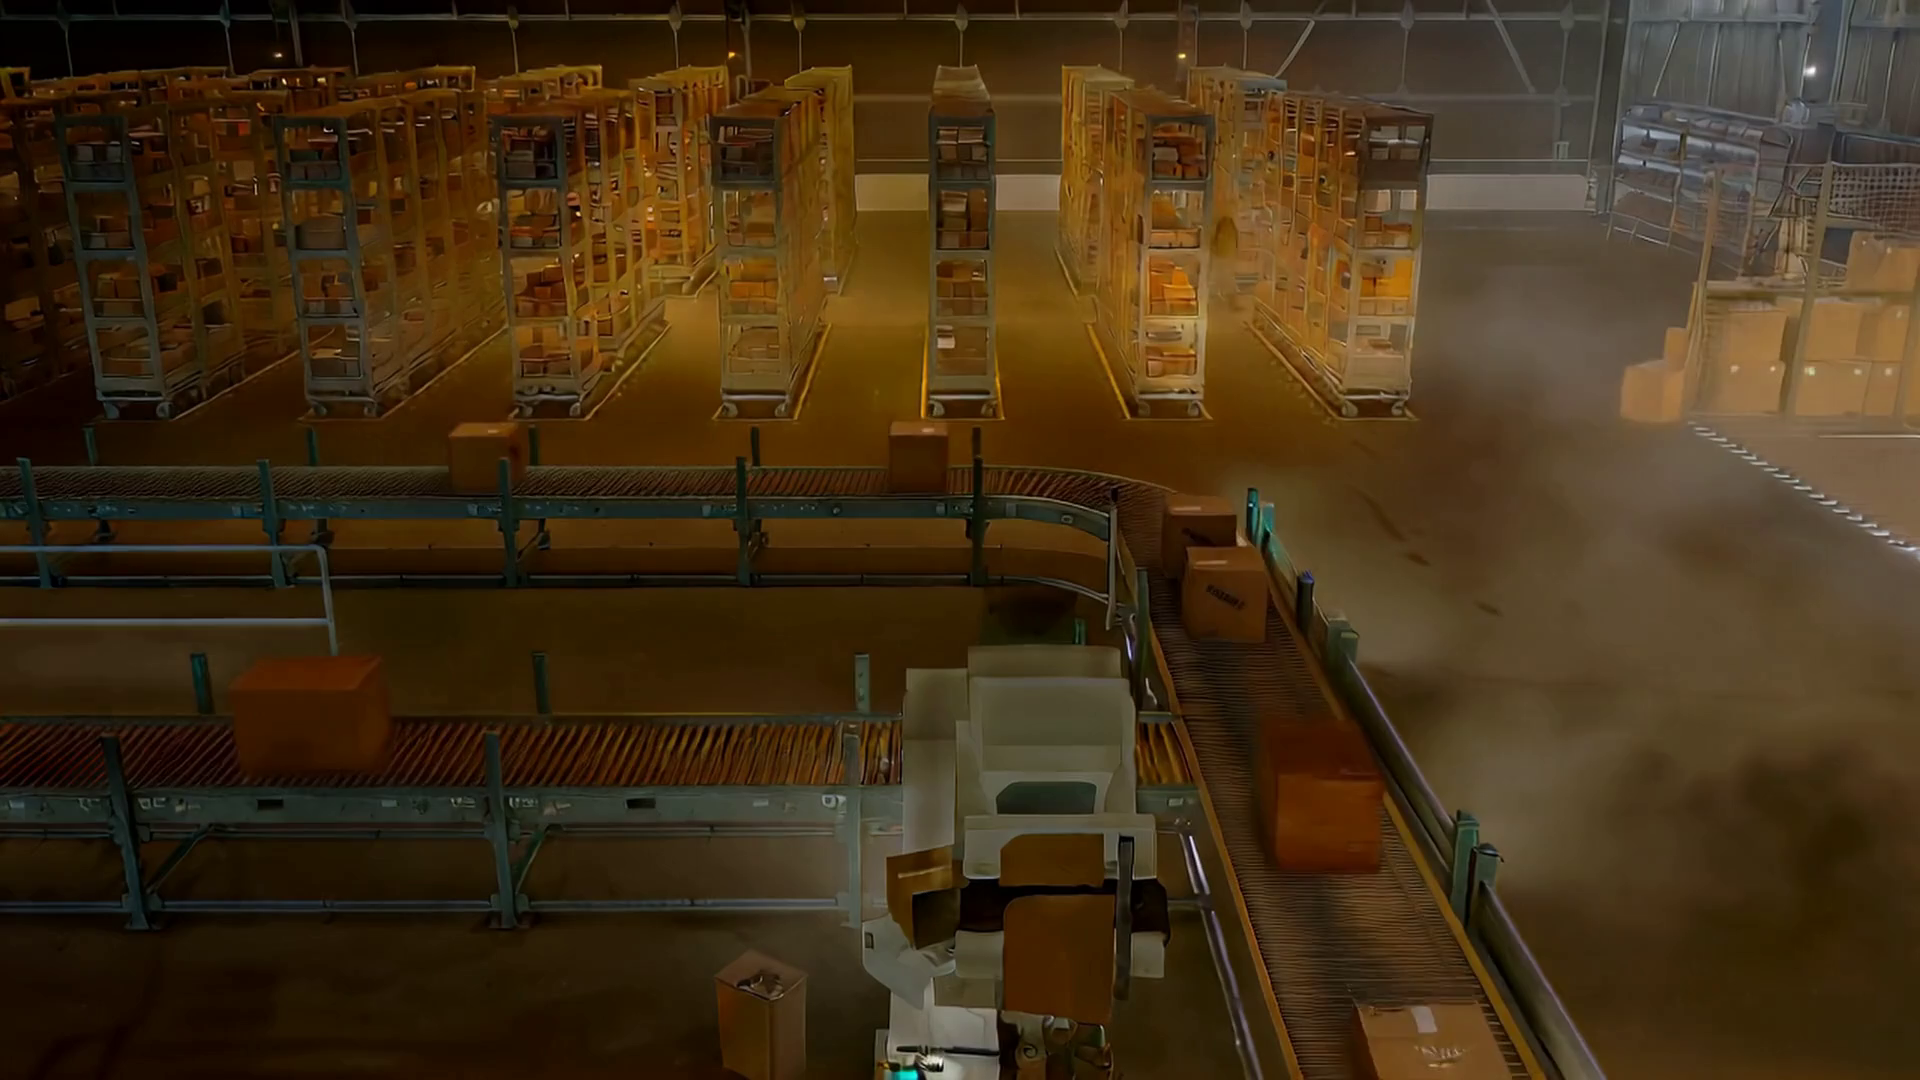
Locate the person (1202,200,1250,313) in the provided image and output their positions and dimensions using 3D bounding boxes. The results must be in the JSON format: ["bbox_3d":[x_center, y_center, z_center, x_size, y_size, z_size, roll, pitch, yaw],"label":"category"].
[{"bbox_3d":[4.249,-4.539,26.691,0.869,1.817,0.577,-2,18,-5],"label":"person"}]

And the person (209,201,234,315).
[{"bbox_3d":[-11.775,-4.520,26.622,0.411,1.821,0.583,-10,20,-28],"label":"person"}]
